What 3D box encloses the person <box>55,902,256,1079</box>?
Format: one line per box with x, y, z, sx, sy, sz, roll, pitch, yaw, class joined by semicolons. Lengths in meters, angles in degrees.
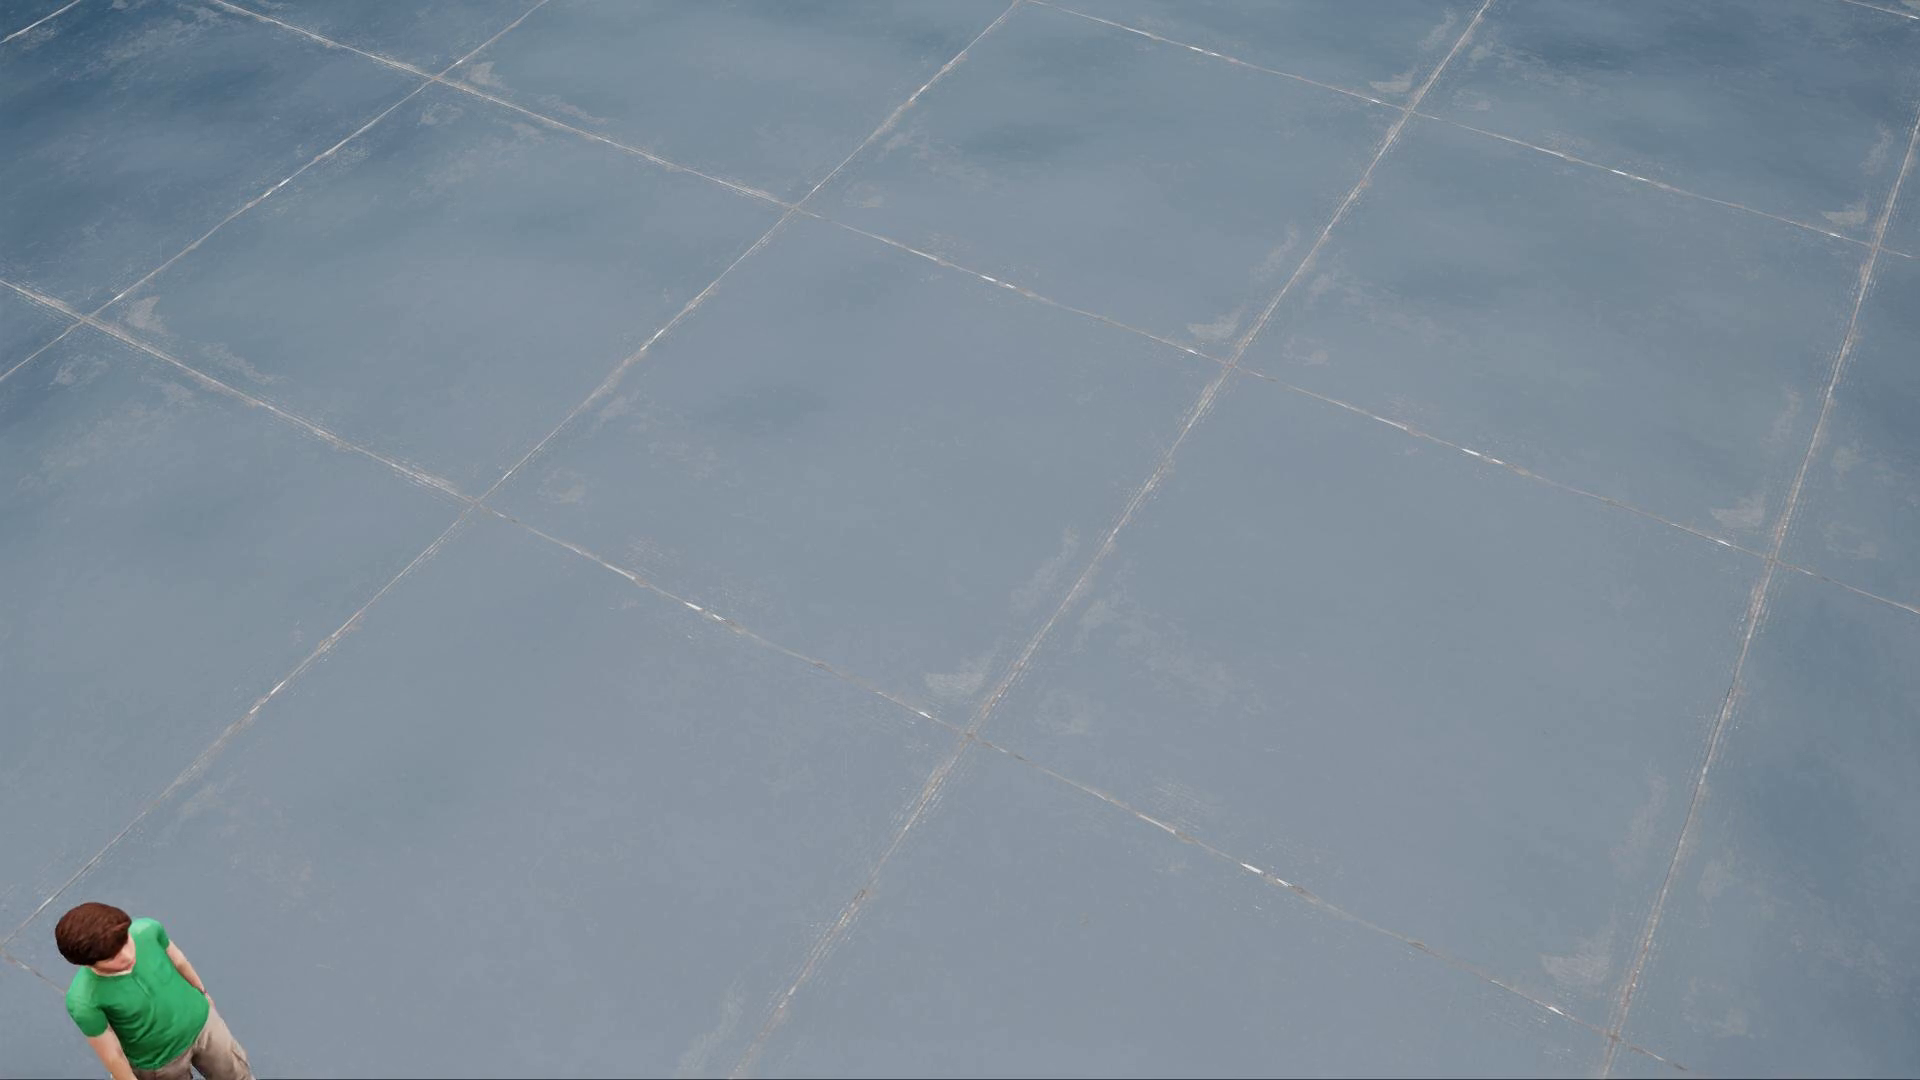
-2.861;1.723;5.867;1.041;1.626;0.627;19;50;17;person
